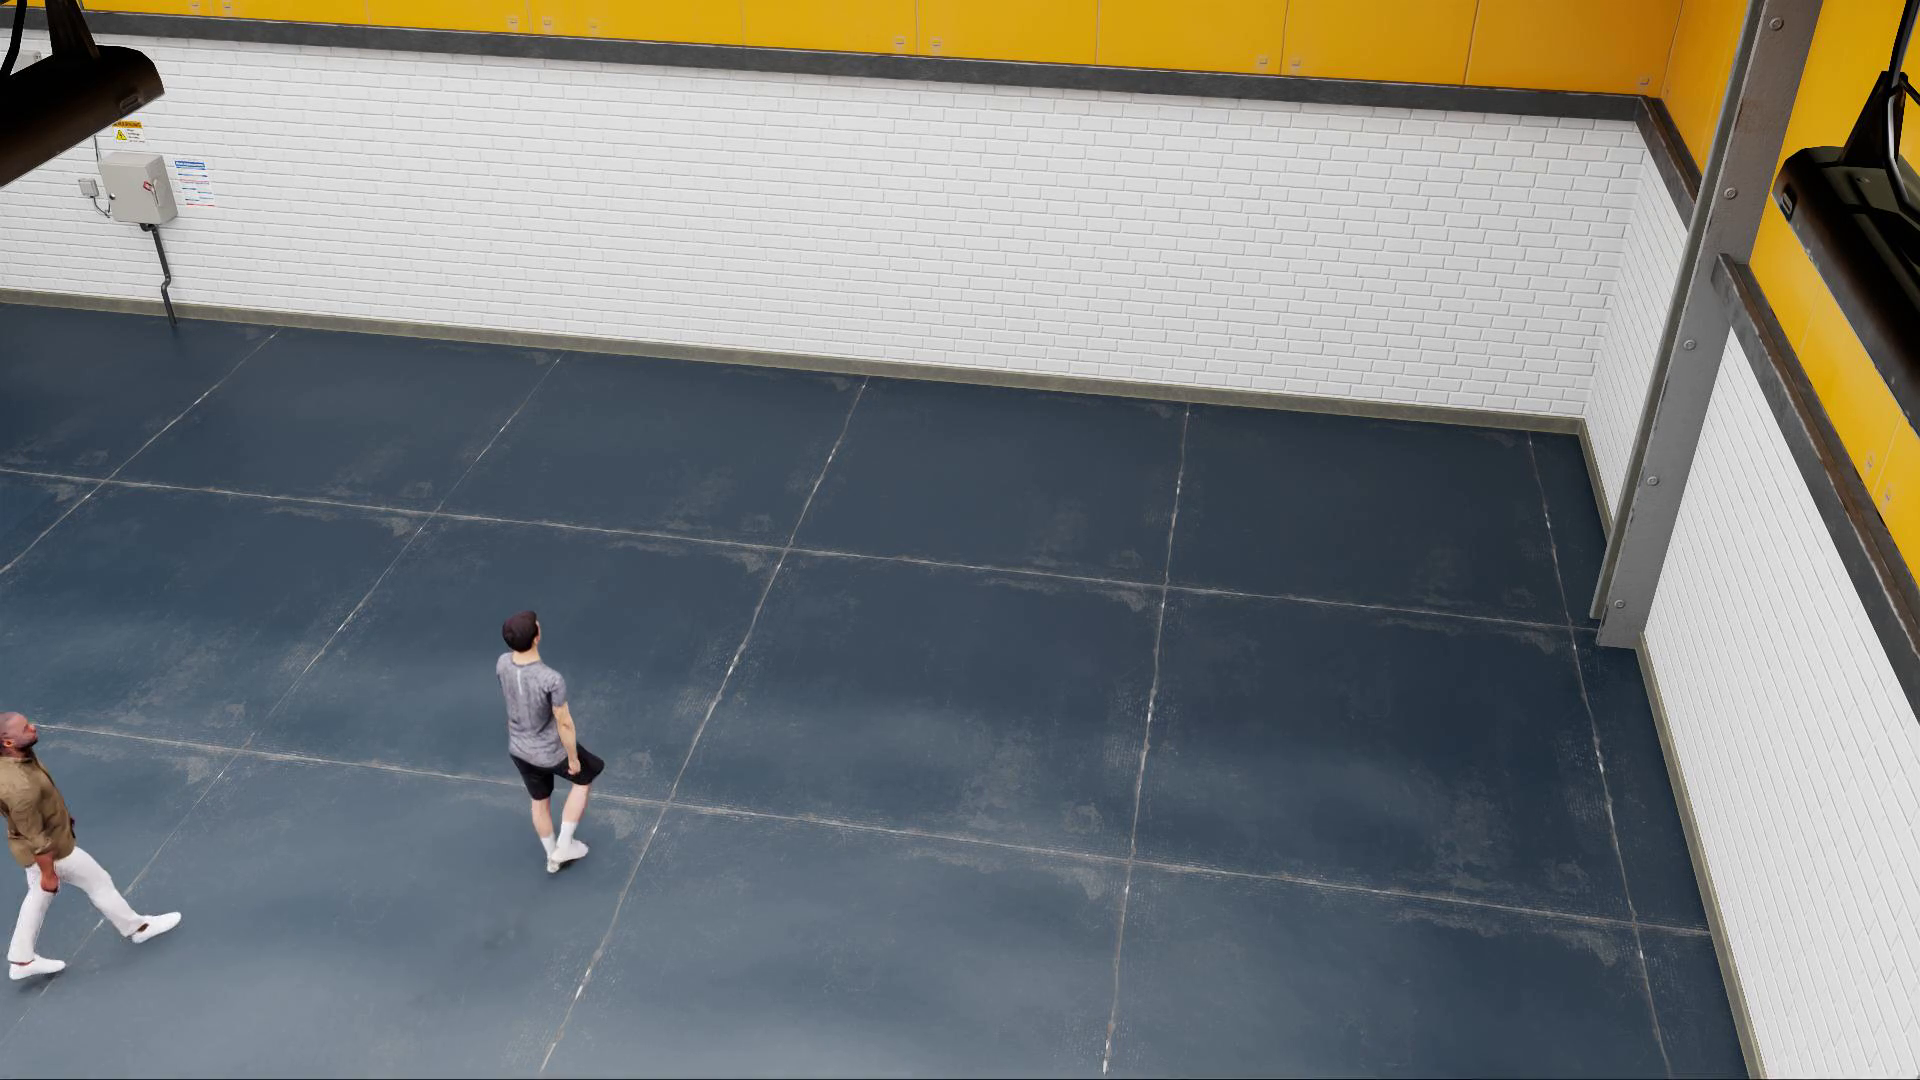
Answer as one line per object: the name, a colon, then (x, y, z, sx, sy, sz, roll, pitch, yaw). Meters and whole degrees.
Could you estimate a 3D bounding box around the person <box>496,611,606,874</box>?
person: (-2.505, 1.253, 9.754, 0.769, 1.860, 0.773, 16, 37, 22)

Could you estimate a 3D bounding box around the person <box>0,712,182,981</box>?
person: (-5.095, 1.713, 9.126, 1.263, 1.789, 1.185, -22, 39, -29)
